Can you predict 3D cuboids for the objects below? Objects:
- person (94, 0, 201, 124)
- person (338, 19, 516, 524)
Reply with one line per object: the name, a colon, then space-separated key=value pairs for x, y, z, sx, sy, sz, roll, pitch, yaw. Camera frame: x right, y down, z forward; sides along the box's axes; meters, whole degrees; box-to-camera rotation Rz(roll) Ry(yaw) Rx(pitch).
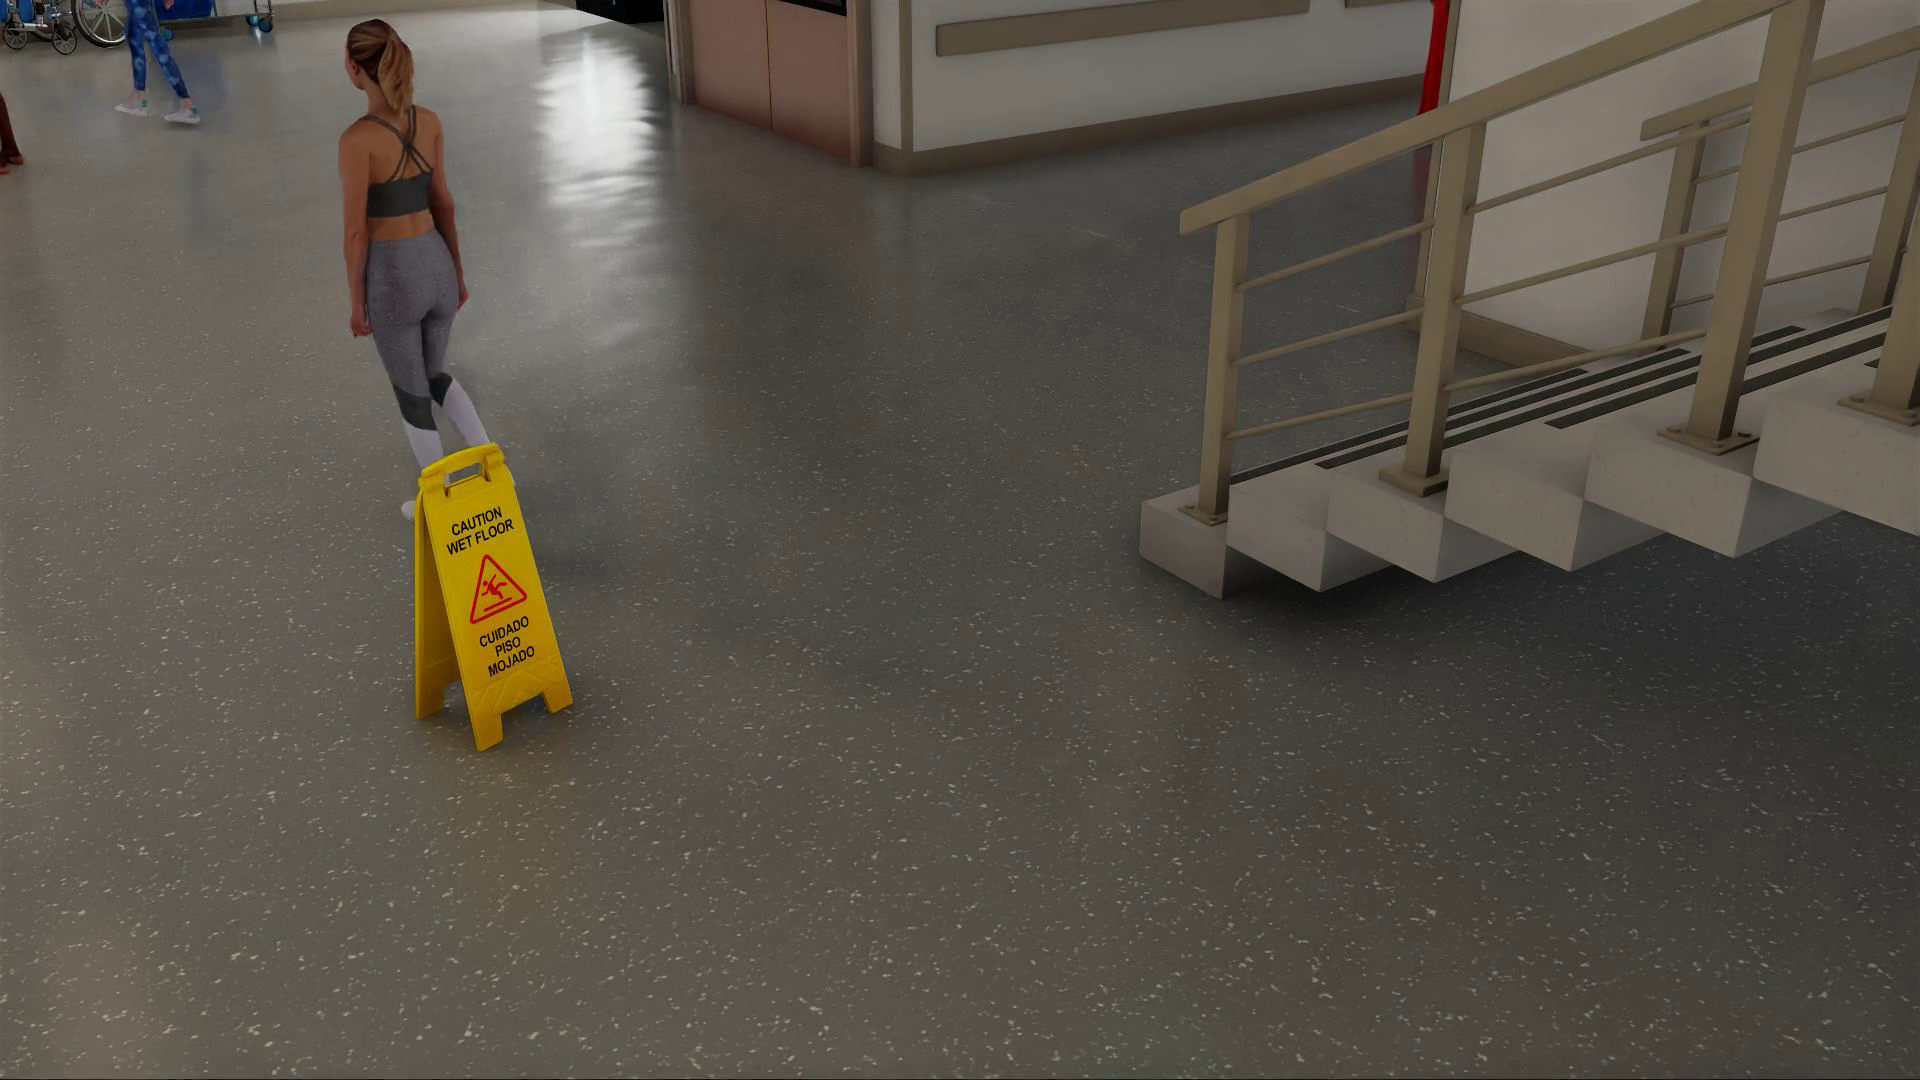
person: x=-5.526 y=-3.704 z=11.340 sx=1.007 sy=1.756 sz=0.897 roll=7 pitch=27 yaw=15
person: x=-1.711 y=-0.782 z=5.353 sx=0.800 sy=1.693 sz=0.706 roll=15 pitch=29 yaw=28
